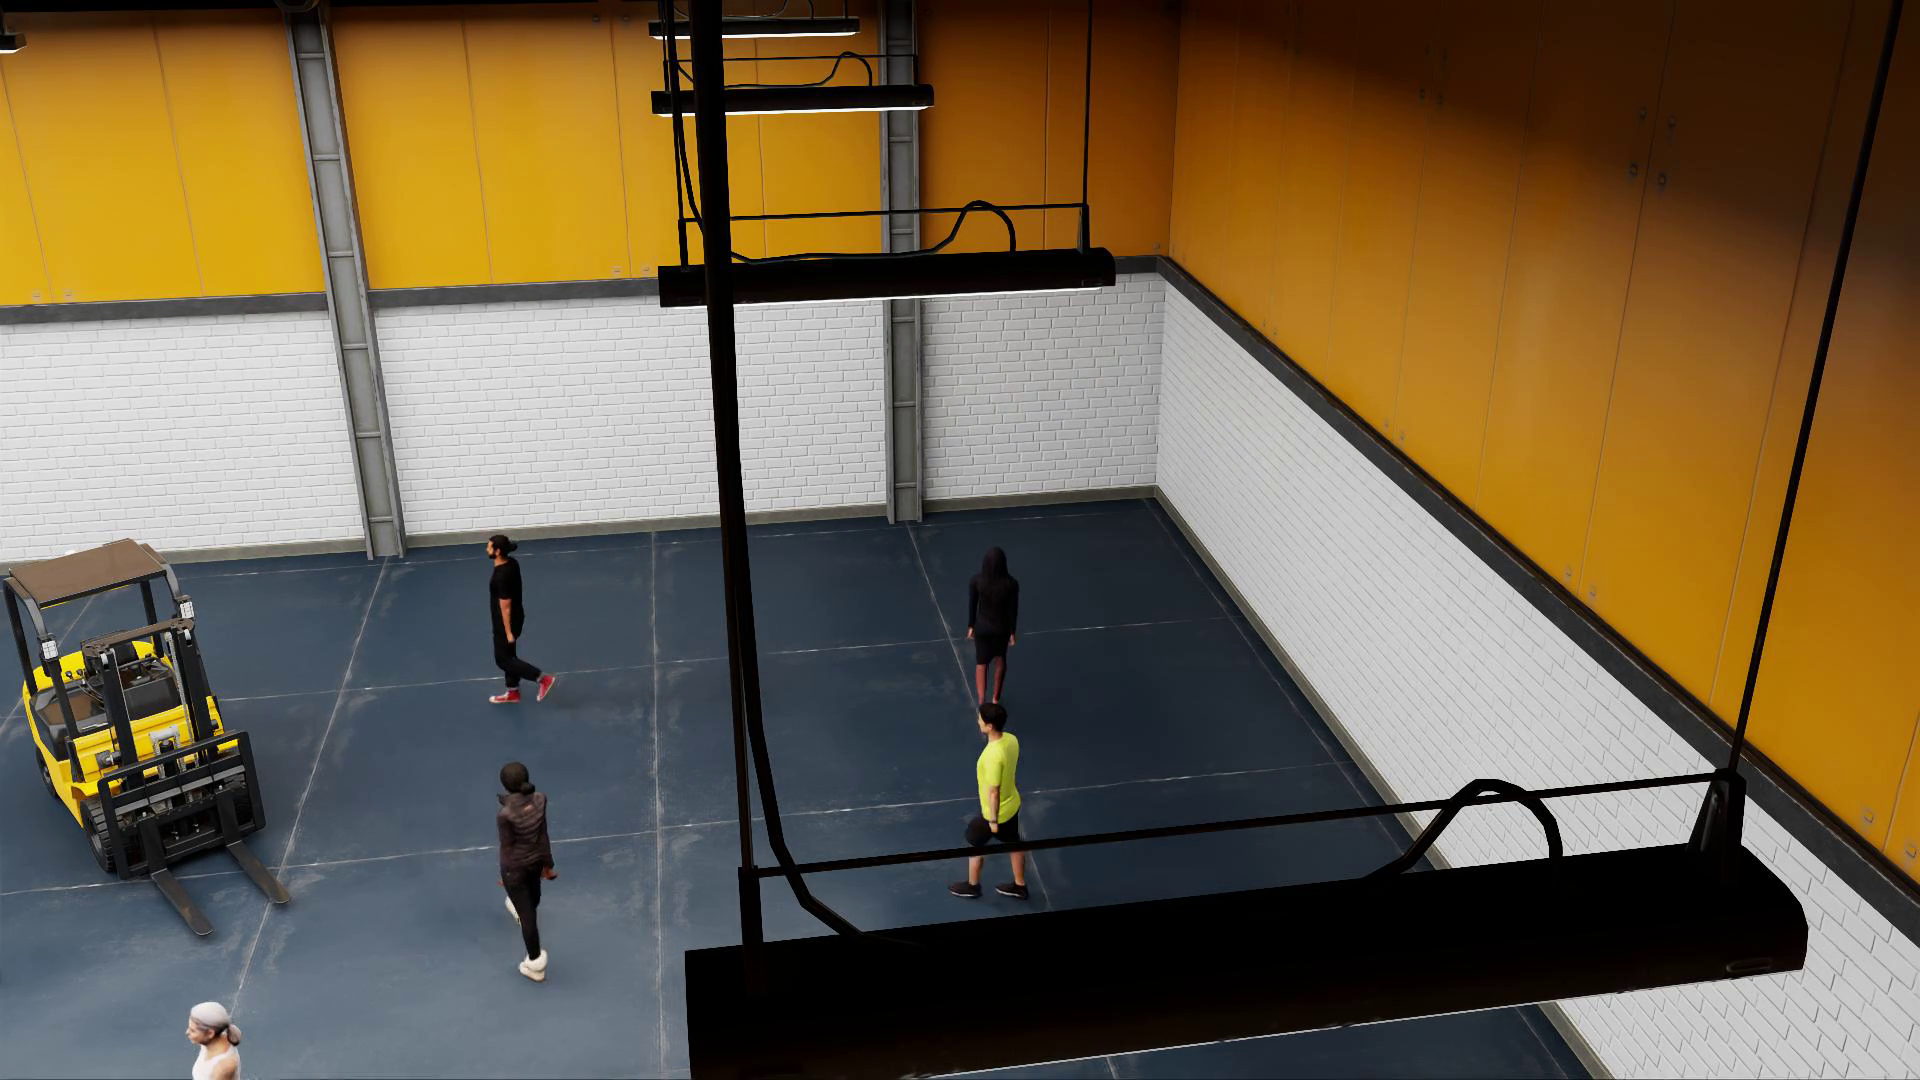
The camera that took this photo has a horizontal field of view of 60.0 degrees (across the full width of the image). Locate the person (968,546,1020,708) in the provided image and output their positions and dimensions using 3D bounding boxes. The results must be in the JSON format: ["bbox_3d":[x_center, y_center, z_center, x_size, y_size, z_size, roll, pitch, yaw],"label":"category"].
[{"bbox_3d":[0.295,0.888,15.316,1.071,1.696,0.858,2,24,4],"label":"person"}]

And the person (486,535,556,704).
[{"bbox_3d":[-4.154,0.762,15.544,0.906,1.744,0.675,-2,24,-3],"label":"person"}]

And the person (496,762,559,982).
[{"bbox_3d":[-3.269,2.328,12.101,1.059,1.633,1.107,12,26,25],"label":"person"}]

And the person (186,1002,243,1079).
[{"bbox_3d":[-4.112,3.363,9.686,1.150,1.671,0.905,-15,28,-31],"label":"person"}]

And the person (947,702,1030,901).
[{"bbox_3d":[0.374,2.033,12.710,0.969,1.685,0.876,12,26,25],"label":"person"}]
